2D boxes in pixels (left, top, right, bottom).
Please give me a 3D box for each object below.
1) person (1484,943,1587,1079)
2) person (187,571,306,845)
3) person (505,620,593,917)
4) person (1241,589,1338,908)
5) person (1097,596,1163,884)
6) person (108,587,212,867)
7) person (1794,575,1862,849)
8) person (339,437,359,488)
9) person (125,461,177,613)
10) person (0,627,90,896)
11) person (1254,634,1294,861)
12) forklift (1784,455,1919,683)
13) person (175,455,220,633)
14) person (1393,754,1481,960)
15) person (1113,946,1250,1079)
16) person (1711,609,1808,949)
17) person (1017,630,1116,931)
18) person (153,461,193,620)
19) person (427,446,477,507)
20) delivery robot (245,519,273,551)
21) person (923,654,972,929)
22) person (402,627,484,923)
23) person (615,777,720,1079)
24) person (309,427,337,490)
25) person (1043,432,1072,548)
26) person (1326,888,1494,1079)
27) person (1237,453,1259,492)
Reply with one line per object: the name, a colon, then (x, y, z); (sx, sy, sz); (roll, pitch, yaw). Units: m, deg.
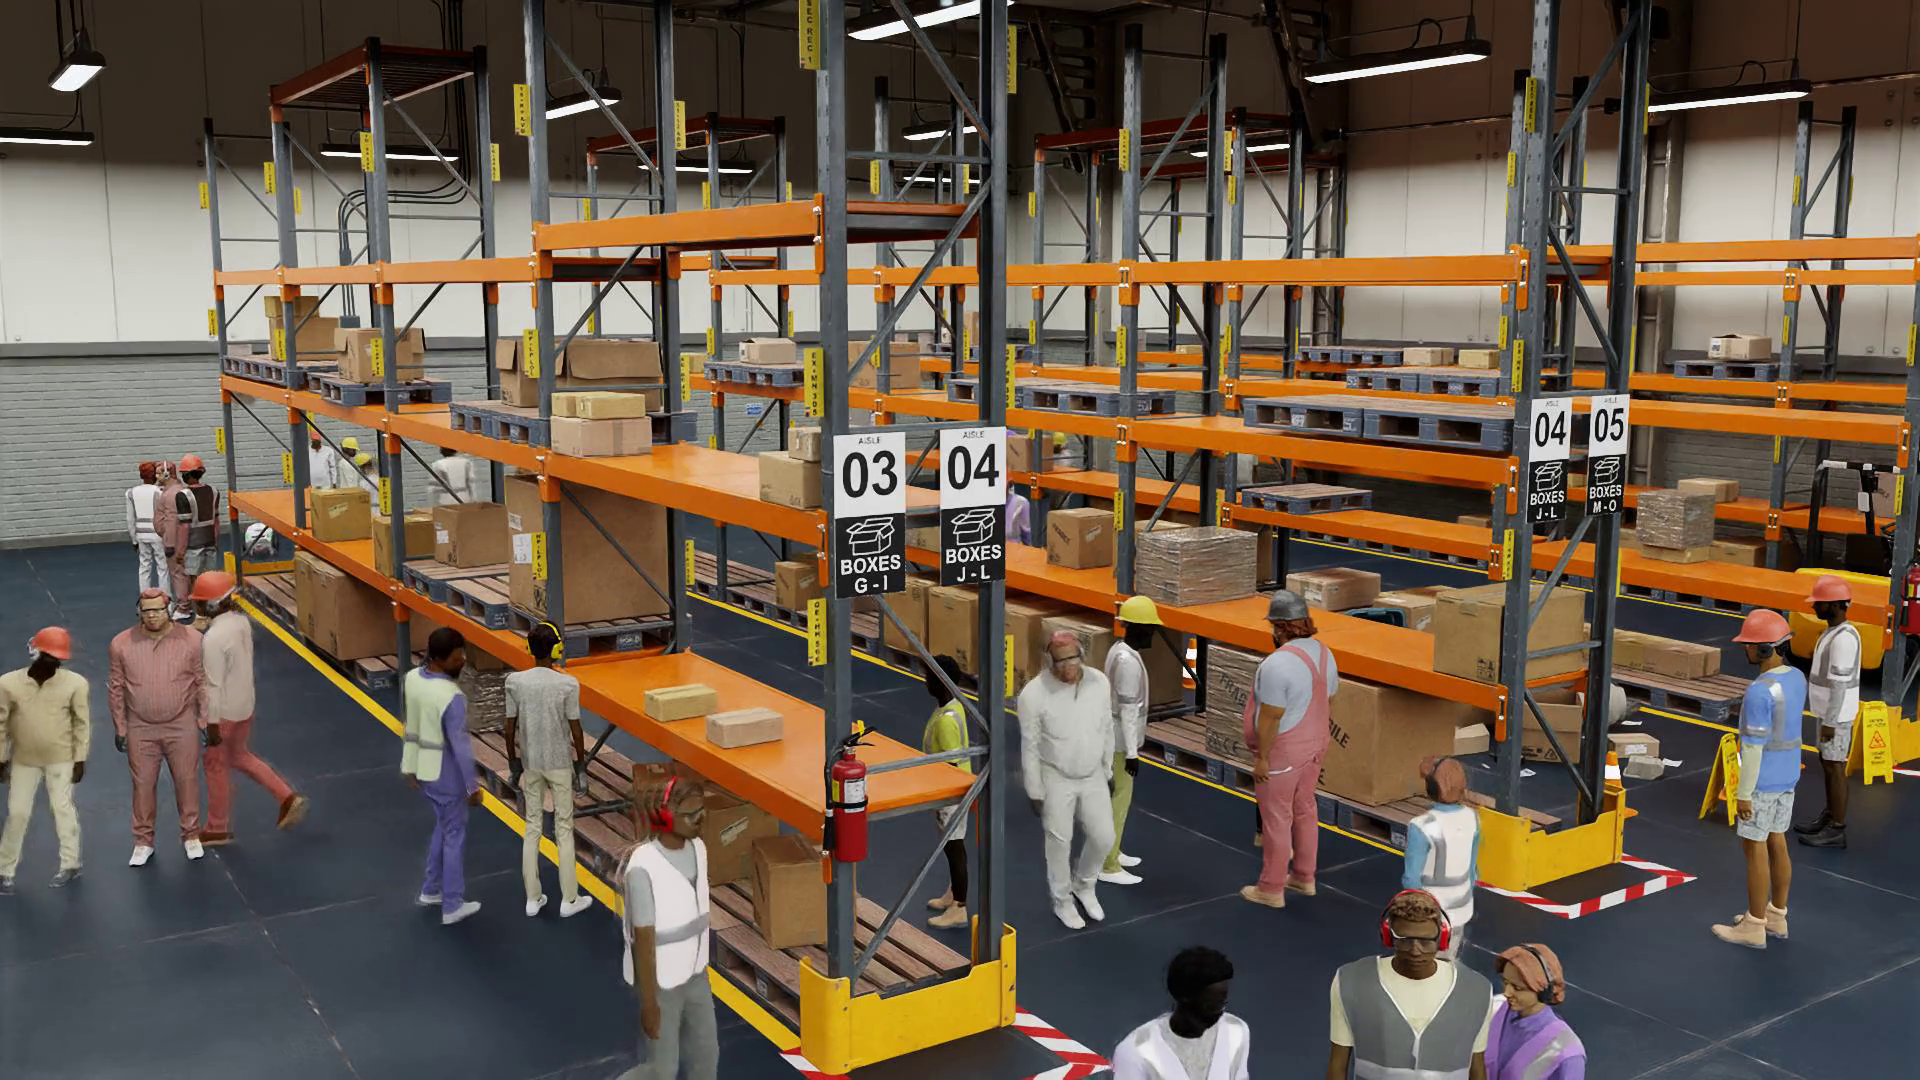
person: (2.026, 2.219, 5.950); (0.314, 1.634, 0.516); (-3, 9, -17)
person: (-5.098, 1.182, 11.727); (0.720, 1.968, 0.639); (0, 9, 0)
person: (-2.580, 1.429, 10.417); (0.532, 1.868, 0.310); (1, 9, 8)
person: (2.082, 1.305, 10.673); (0.535, 2.000, 0.683); (8, 12, 44)
person: (1.131, 1.314, 11.058); (0.417, 1.914, 0.599); (1, 9, 5)
person: (-5.454, 1.266, 11.377); (0.641, 1.910, 0.401); (-3, 9, -20)
person: (6.120, 1.201, 11.741); (0.380, 1.929, 0.540); (3, 9, 19)
person: (-8.979, -0.630, 24.501); (0.328, 1.759, 0.524); (-5, 10, -28)
person: (-9.656, -0.005, 19.921); (0.572, 1.883, 0.354); (1, 9, 7)
person: (-6.057, 1.433, 10.897); (0.653, 1.715, 0.428); (-3, 9, -21)
person: (2.214, 1.366, 11.442); (0.319, 1.687, 0.538); (-3, 9, -18)
forklift: (9.643, 0.253, 17.172); (2.313, 2.155, 1.214); (-6, 10, -33)
person: (-8.752, 0.042, 19.074); (0.377, 2.045, 0.605); (3, 9, 17)
person: (2.395, 1.872, 8.281); (0.528, 1.621, 0.419); (-6, 11, -37)
person: (0.771, 2.208, 5.890); (0.571, 1.670, 0.551); (-3, 9, -20)
person: (4.784, 1.419, 9.943); (0.607, 2.035, 0.407); (-7, 11, -41)
person: (0.677, 1.463, 10.133); (0.678, 1.883, 0.444); (-4, 9, -25)
person: (-9.395, 0.002, 19.839); (0.401, 1.899, 0.638); (-3, 9, -17)
person: (-6.922, -0.458, 22.550); (1.029, 1.987, 0.621); (8, 11, 42)
delivery robot: (-10.289, -0.066, 24.418); (0.477, 0.478, 0.707); (-3, 9, -19)
person: (-0.079, 1.538, 10.251); (0.320, 1.698, 0.538); (0, 9, 2)
person: (-3.179, 1.441, 10.310); (0.684, 1.882, 0.528); (8, 12, 42)
person: (-1.314, 1.915, 7.312); (0.706, 1.822, 0.575); (3, 9, 22)
person: (-10.243, -0.931, 26.539); (0.578, 1.744, 0.351); (-4, 10, -27)
person: (1.428, -0.721, 25.033); (0.517, 1.810, 0.611); (-2, 9, -16)
person: (1.588, 2.113, 5.939); (0.569, 1.843, 0.374); (1, 9, 5)
person: (4.297, -0.816, 25.387); (0.519, 1.865, 0.326); (2, 9, 13)
